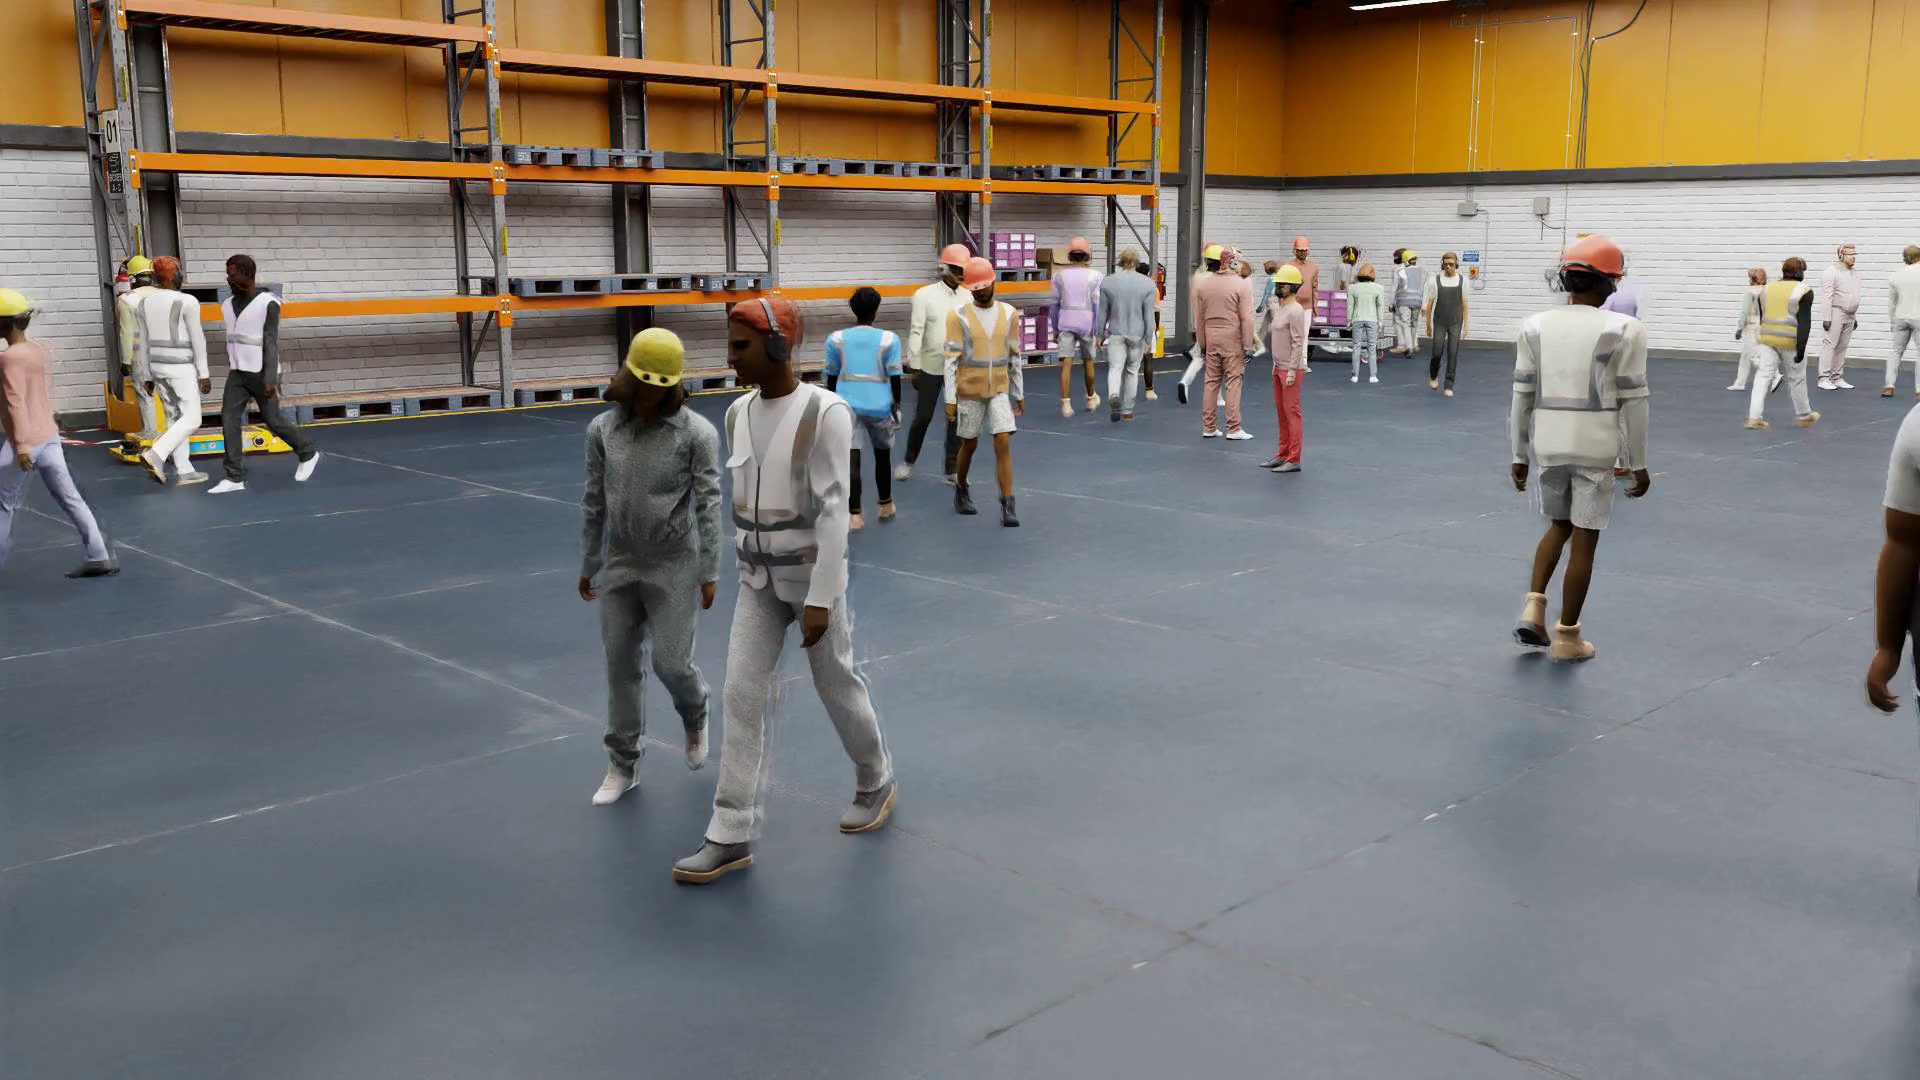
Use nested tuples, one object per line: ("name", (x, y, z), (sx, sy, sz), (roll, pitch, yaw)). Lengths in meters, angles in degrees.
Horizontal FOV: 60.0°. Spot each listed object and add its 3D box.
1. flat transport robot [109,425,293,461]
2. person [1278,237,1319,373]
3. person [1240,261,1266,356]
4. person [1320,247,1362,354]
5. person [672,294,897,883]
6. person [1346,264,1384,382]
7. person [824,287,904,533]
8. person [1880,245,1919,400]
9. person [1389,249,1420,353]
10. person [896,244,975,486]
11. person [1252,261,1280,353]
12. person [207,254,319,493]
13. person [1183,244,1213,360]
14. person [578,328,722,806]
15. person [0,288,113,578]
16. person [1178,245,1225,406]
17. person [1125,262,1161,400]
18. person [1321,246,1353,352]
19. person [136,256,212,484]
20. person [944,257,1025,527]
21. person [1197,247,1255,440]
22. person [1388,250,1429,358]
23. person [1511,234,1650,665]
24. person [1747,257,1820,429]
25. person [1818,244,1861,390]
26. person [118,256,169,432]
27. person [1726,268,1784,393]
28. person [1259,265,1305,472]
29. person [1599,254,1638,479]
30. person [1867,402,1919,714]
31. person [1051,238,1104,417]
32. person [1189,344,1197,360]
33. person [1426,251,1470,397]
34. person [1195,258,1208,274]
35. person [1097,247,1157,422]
("flat transport robot", (-6.962, -0.896, 15.260), (1.431, 0.197, 0.652), (-8, 13, -36))
("person", (4.992, -3.451, 24.485), (0.623, 1.992, 0.396), (-2, 11, -11))
("person", (4.760, -3.837, 27.717), (0.825, 1.605, 0.492), (0, 10, -3))
("person", (6.601, -4.010, 28.025), (0.989, 1.805, 0.561), (3, 11, 15))
("person", (-0.540, 0.138, 5.411), (0.603, 1.832, 0.929), (7, 13, 34))
("person", (5.582, -2.987, 22.943), (0.501, 1.633, 0.289), (3, 11, 18))
("person", (-0.657, -0.911, 11.540), (0.557, 1.659, 0.813), (0, 10, 1))
("person", (11.823, -2.690, 20.613), (0.368, 1.902, 0.699), (-8, 13, -38))
("person", (7.617, -4.098, 28.578), (0.720, 1.795, 0.430), (-9, 14, -40))
("person", (-0.173, -1.420, 13.518), (0.641, 1.966, 0.708), (-5, 12, -27))
("person", (5.303, -3.941, 28.252), (0.830, 1.594, 0.504), (3, 11, 14))
("person", (-5.622, -1.344, 13.343), (0.590, 1.880, 0.939), (5, 11, 24))
("person", (4.024, -3.852, 26.988), (0.554, 1.877, 1.014), (9, 14, 40))
("person", (-1.090, 0.093, 5.944), (0.549, 1.710, 0.496), (3, 11, 16))
("person", (-5.460, -0.598, 9.678), (0.899, 1.713, 0.541), (-2, 11, -9))
("person", (2.904, -2.506, 19.552), (0.680, 1.909, 0.602), (-9, 14, -42))
("person", (2.214, -2.562, 20.464), (0.531, 1.692, 0.320), (4, 11, 20))
("person", (6.548, -4.170, 28.826), (0.638, 1.844, 0.561), (1, 10, 3))
("person", (-6.349, -1.334, 13.308), (0.580, 1.861, 0.686), (4, 11, 20))
("person", (0.158, -1.064, 11.811), (0.620, 1.880, 0.890), (-4, 11, -19))
("person", (2.663, -1.946, 16.530), (0.402, 1.904, 0.652), (-10, 14, -42))
("person", (7.454, -3.905, 27.555), (0.585, 1.783, 0.861), (-1, 10, -8))
("person", (2.929, -0.415, 7.868), (0.443, 2.027, 0.620), (-9, 14, -40))
("person", (8.662, -2.056, 17.431), (0.955, 1.790, 0.636), (-6, 12, -29))
("person", (11.616, -2.936, 21.921), (0.650, 1.907, 0.409), (-6, 12, -29))
("person", (-7.554, -1.719, 15.489), (0.404, 1.830, 0.599), (6, 12, 28))
("person", (10.324, -2.701, 21.456), (0.520, 1.608, 0.758), (-8, 13, -36))
("person", (2.792, -1.466, 14.279), (0.304, 1.772, 0.529), (-1, 10, -7))
("person", (5.231, -1.441, 13.745), (0.832, 1.910, 0.662), (0, 10, 0))
("person", (2.800, 0.228, 4.299), (0.711, 2.000, 1.018), (9, 14, 40))
("person", (1.331, -2.405, 18.808), (0.630, 1.982, 1.047), (3, 11, 16))
("person", (3.937, -3.596, 26.373), (0.756, 1.600, 0.527), (-5, 12, -27))
("person", (6.144, -2.722, 20.976), (0.518, 1.828, 0.530), (1, 10, 7))
("person", (3.857, -3.510, 25.278), (0.641, 1.823, 0.504), (1, 10, 6))
("person", (1.777, -2.185, 17.861), (0.640, 1.909, 0.824), (2, 11, 12))
